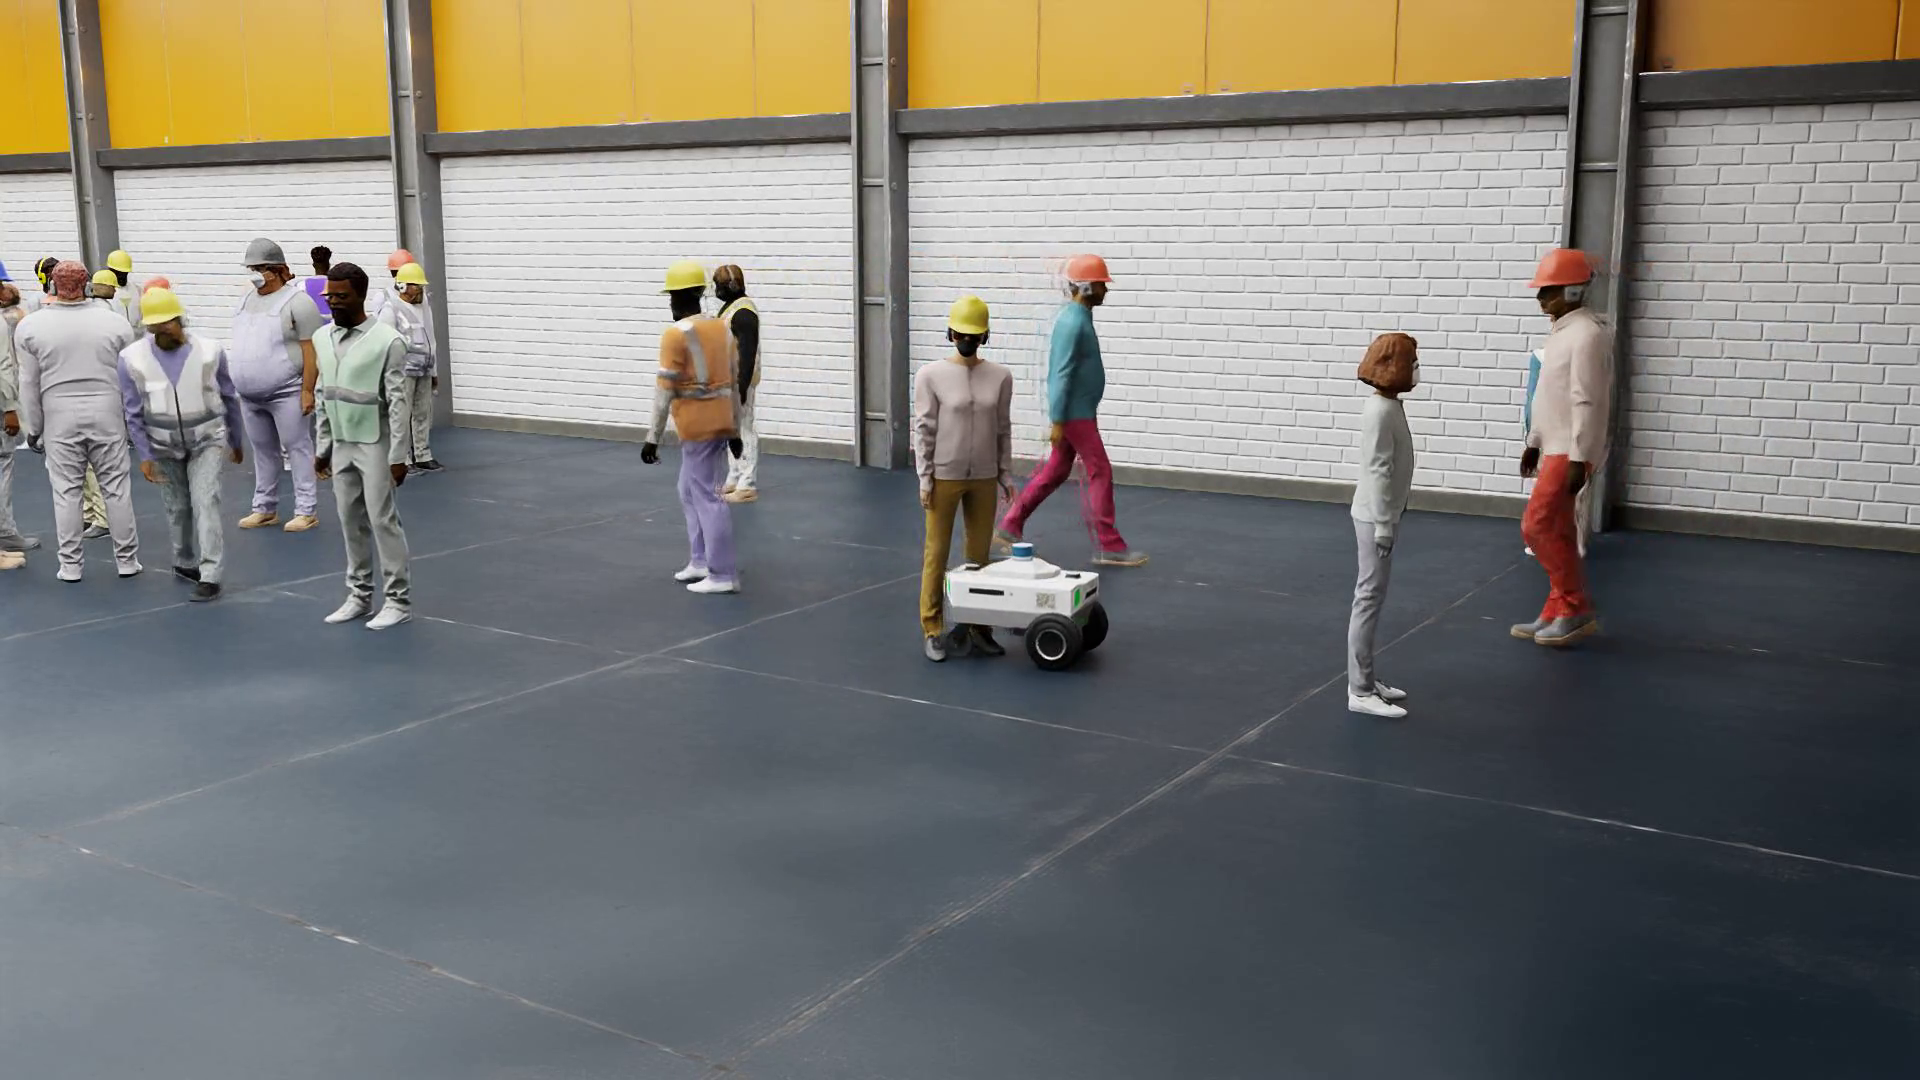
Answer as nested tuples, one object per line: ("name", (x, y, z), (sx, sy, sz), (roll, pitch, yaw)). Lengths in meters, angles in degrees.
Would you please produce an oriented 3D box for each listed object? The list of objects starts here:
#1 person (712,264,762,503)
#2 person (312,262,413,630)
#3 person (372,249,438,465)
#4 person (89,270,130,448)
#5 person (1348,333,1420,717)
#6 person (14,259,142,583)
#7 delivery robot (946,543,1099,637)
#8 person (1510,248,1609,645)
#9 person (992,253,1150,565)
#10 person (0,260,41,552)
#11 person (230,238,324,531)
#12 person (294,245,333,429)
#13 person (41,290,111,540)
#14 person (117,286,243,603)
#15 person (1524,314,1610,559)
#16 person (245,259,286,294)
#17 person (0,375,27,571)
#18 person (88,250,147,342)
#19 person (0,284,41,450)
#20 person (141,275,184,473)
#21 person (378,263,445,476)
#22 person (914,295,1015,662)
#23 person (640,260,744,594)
("person", (-1.758, -1.210, 12.906), (0.429, 1.838, 0.621), (-4, 11, -20))
("person", (-3.114, -0.491, 8.724), (0.596, 1.910, 0.384), (5, 12, 28))
("person", (-4.898, -1.592, 14.737), (0.356, 1.937, 0.552), (7, 12, 33))
("person", (-8.236, -1.735, 16.098), (0.319, 1.734, 0.483), (-10, 14, -44))
("person", (1.824, -0.072, 7.156), (0.279, 1.634, 0.498), (3, 11, 16))
("person", (-5.205, -0.700, 9.881), (0.642, 1.908, 0.407), (-6, 12, -30))
("delivery robot", (0.300, 0.258, 8.060), (0.707, 0.478, 0.477), (4, 11, 21))
("person", (2.994, -0.451, 8.291), (0.421, 1.979, 0.647), (2, 10, 12))
("person", (0.660, -0.811, 10.400), (1.000, 1.954, 0.628), (2, 10, 9))
("person", (-6.287, -0.881, 10.797), (0.607, 1.940, 0.417), (8, 13, 36))
("person", (-4.797, -1.074, 11.581), (0.679, 2.000, 0.537), (4, 11, 19))
("person", (-6.805, -2.171, 17.866), (0.603, 1.966, 0.368), (-2, 10, -11))
("person", (-6.001, -0.882, 11.300), (0.330, 1.753, 0.573), (-9, 13, -40))
("person", (-4.425, -0.560, 9.502), (0.605, 1.779, 0.782), (-4, 11, -20))
("person", (3.841, -0.684, 10.559), (0.514, 1.634, 0.313), (1, 10, 4))
("person", (-7.062, -2.047, 17.098), (0.624, 1.993, 0.385), (6, 12, 32))
("person", (-5.981, -0.713, 10.169), (0.358, 1.835, 0.516), (-7, 12, -35))
("person", (-8.448, -1.955, 16.803), (0.381, 1.918, 0.585), (7, 13, 35))
("person", (-9.152, -1.678, 16.145), (0.319, 1.607, 0.670), (-5, 11, -26))
("person", (-6.789, -1.405, 14.279), (0.411, 1.725, 0.615), (-9, 13, -40))
("person", (-4.723, -1.466, 14.356), (0.403, 1.825, 0.592), (4, 11, 22))
("person", (0.029, -0.295, 8.043), (0.523, 1.763, 0.329), (-5, 11, -24))
("person", (-1.557, -0.635, 9.531), (0.659, 1.902, 0.600), (4, 11, 21))
